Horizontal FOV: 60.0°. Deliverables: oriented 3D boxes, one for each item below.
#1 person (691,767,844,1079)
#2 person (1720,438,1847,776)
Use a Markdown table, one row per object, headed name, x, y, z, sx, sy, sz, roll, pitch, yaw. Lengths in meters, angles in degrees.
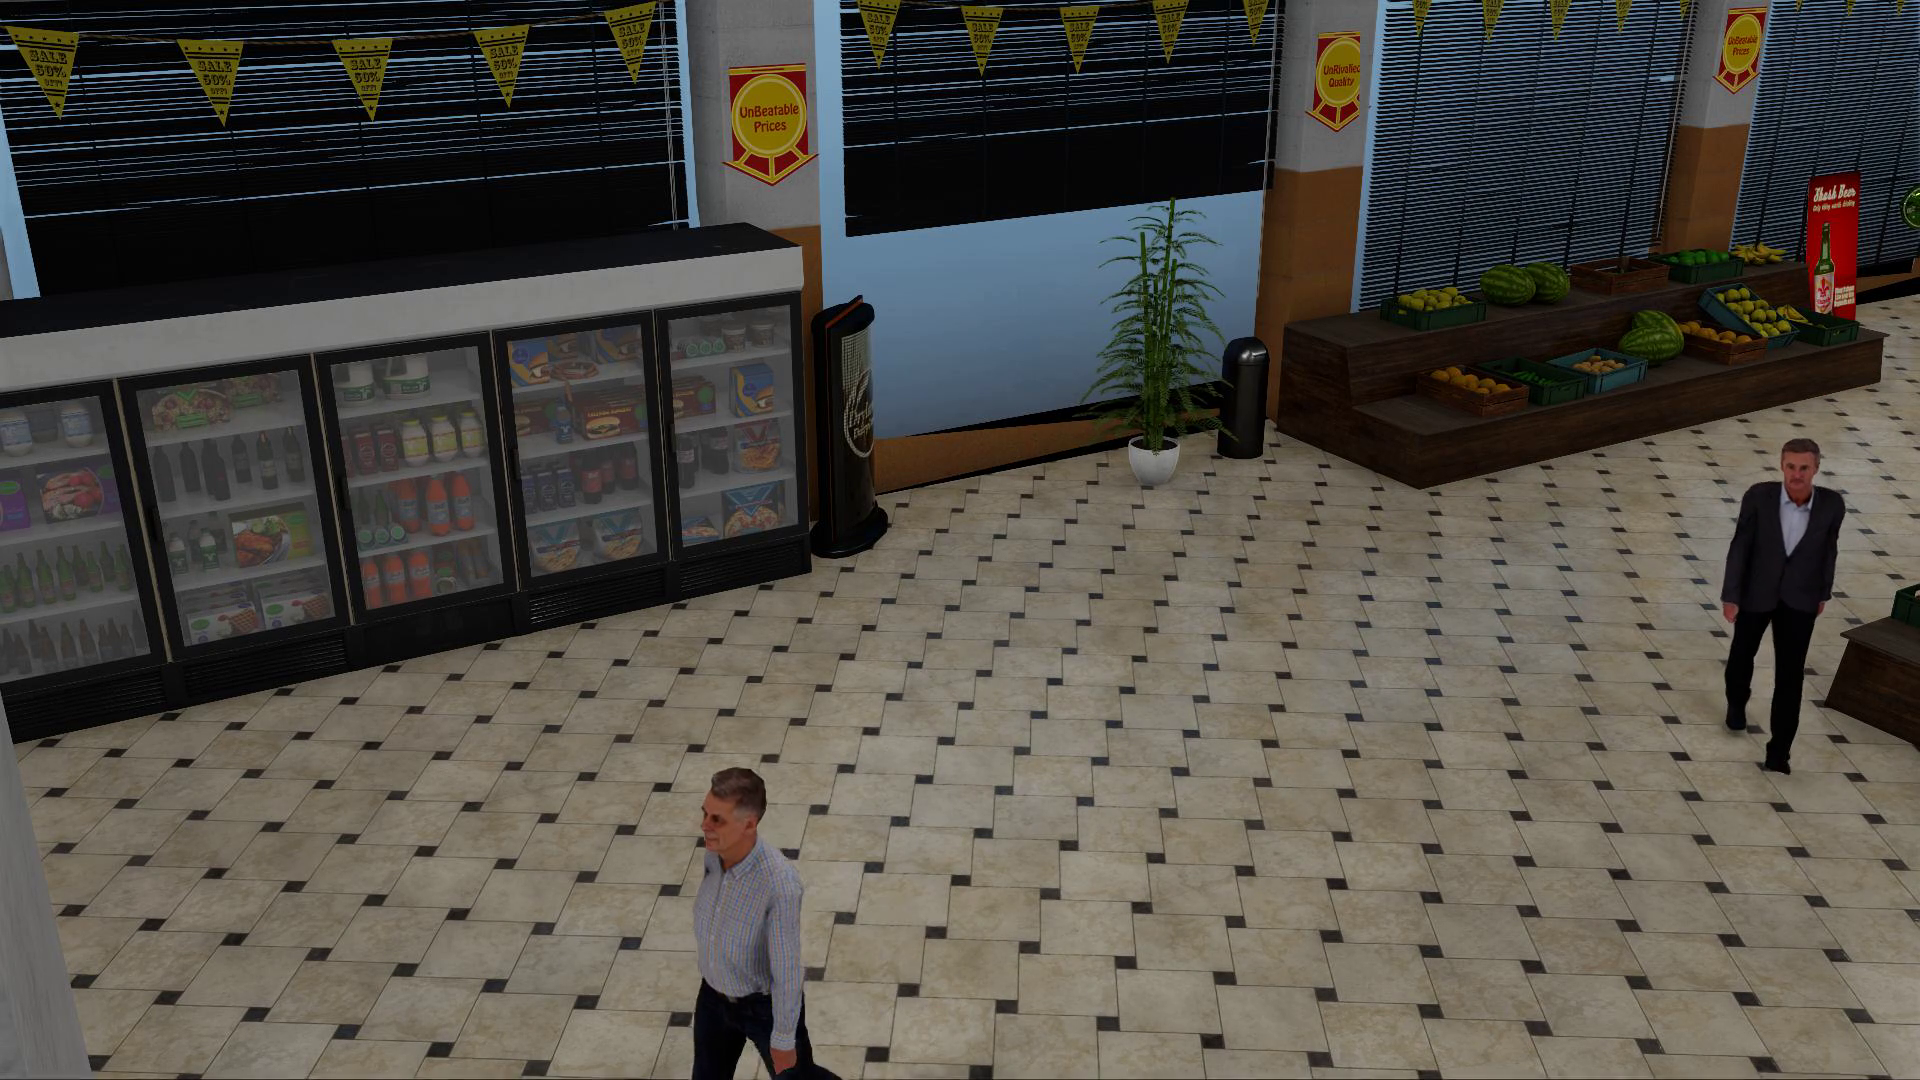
| name | x | y | z | sx | sy | sz | roll | pitch | yaw |
| --- | --- | --- | --- | --- | --- | --- | --- | --- | --- |
| person | -0.656 | 1.587 | 5.844 | 0.907 | 1.784 | 1.261 | 19 | 29 | 39 |
| person | 4.416 | 0.294 | 9.056 | 1.200 | 1.788 | 1.310 | 7 | 23 | 18 |
